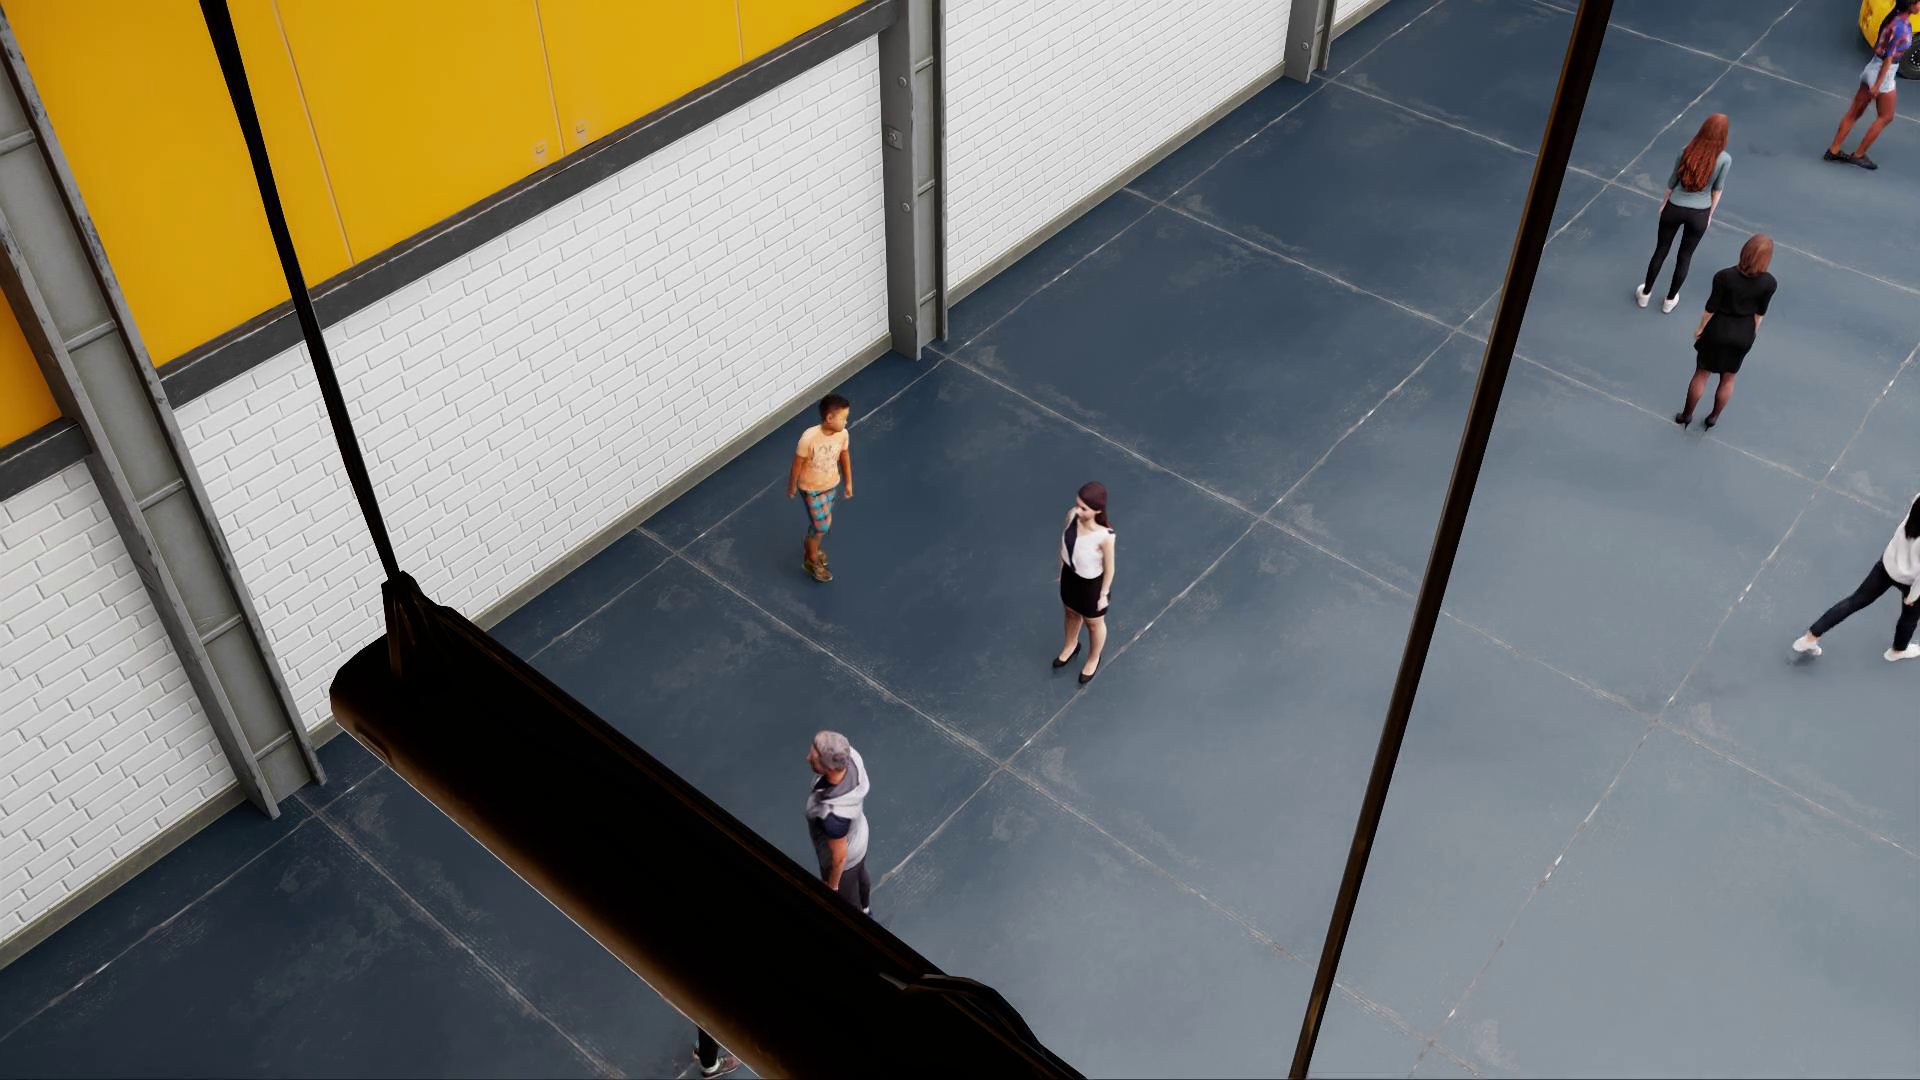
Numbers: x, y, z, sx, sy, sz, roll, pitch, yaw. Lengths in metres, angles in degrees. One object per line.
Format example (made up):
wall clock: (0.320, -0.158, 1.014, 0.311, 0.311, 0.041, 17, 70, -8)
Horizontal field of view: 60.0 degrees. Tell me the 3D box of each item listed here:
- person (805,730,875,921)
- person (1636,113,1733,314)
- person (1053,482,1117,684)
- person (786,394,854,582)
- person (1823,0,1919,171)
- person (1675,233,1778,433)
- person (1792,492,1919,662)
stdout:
person: (-0.622, 1.647, 8.925, 0.831, 1.823, 0.732, 2, 44, 2)
person: (5.888, -2.642, 13.488, 0.606, 1.740, 0.588, 20, 47, 20)
person: (0.796, 0.266, 10.501, 0.528, 1.648, 0.561, -34, 53, -31)
person: (-0.999, -0.380, 11.343, 0.618, 1.422, 0.703, -20, 47, -20)
person: (8.271, -4.224, 15.153, 0.788, 1.732, 0.733, 10, 45, 10)
person: (5.688, -1.515, 12.329, 0.658, 1.706, 0.643, 10, 45, 10)
person: (5.897, 0.204, 10.555, 1.175, 1.664, 1.075, -6, 44, -7)
